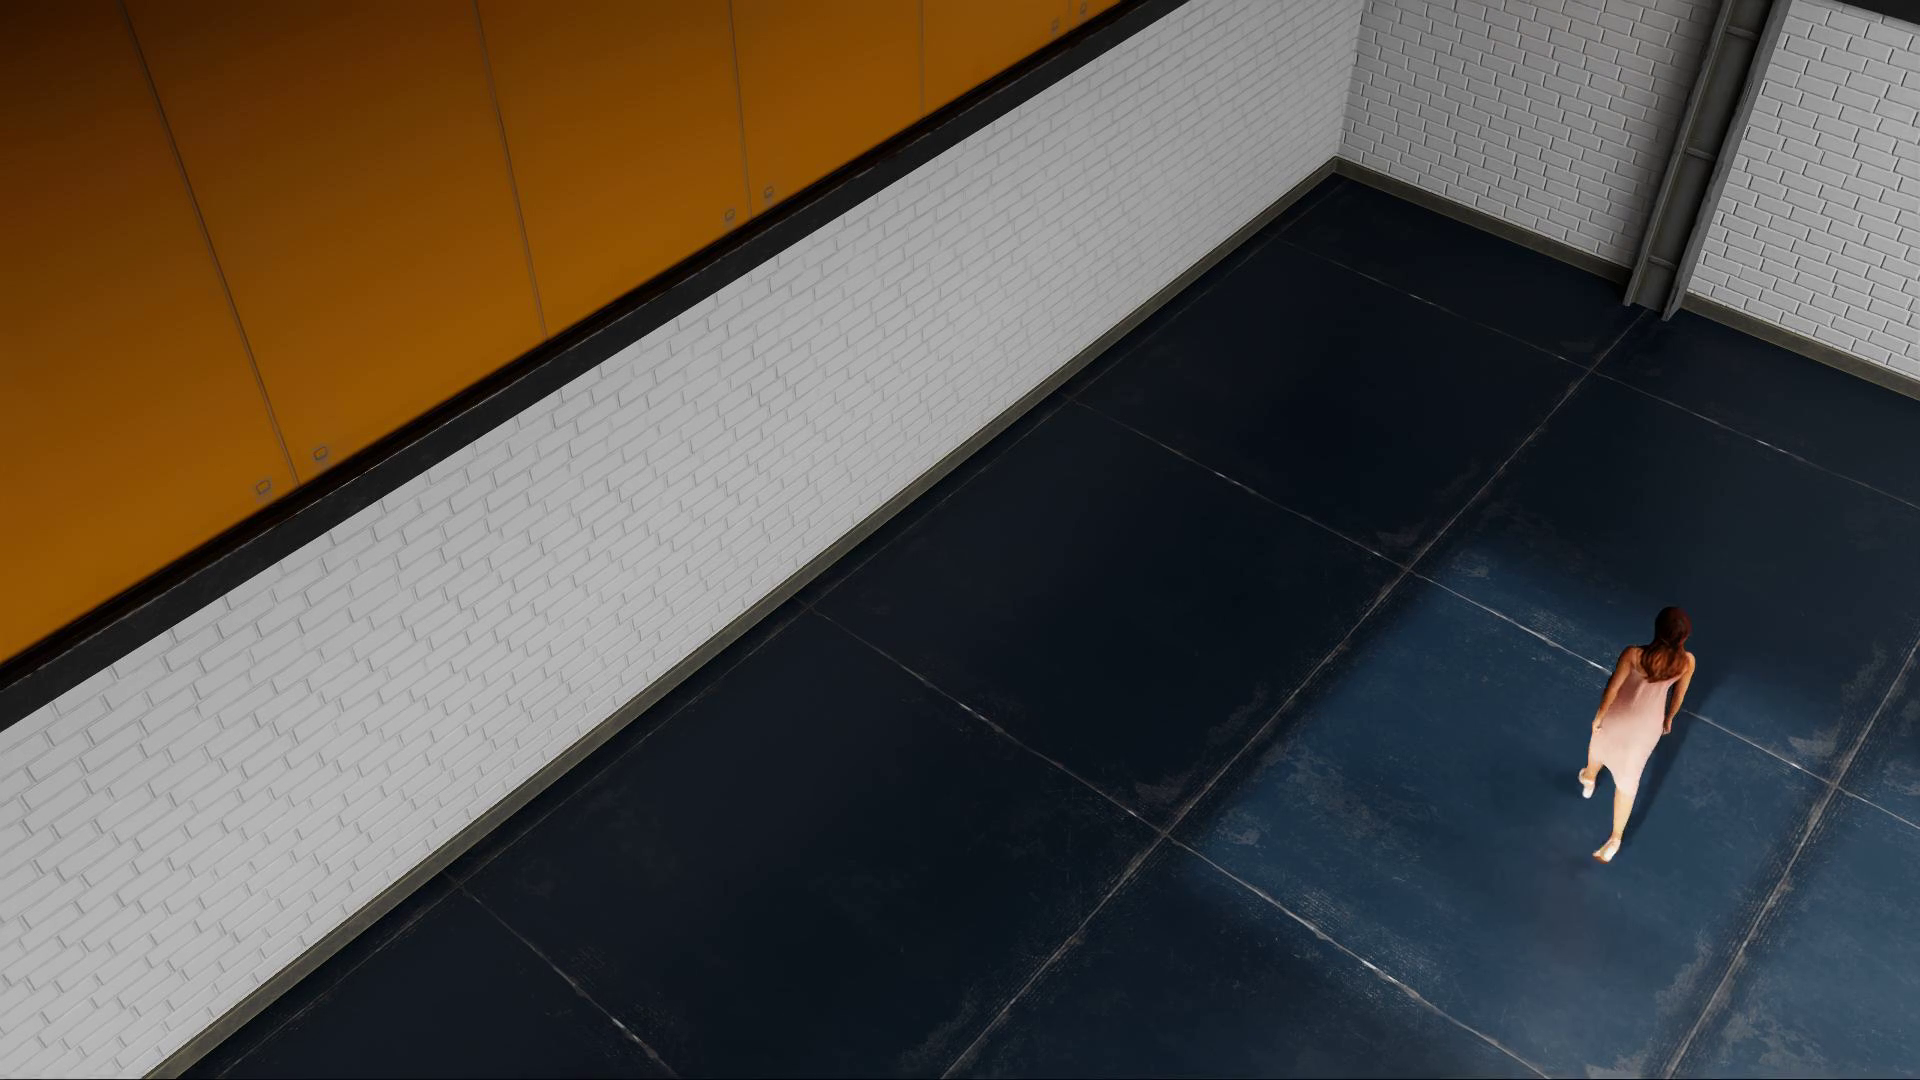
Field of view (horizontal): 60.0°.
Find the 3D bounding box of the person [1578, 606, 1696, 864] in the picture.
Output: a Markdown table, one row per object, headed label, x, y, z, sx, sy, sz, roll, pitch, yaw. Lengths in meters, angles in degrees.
| label | x | y | z | sx | sy | sz | roll | pitch | yaw |
| --- | --- | --- | --- | --- | --- | --- | --- | --- | --- |
| person | 3.858 | 1.112 | 9.540 | 1.112 | 1.805 | 0.973 | 10 | 44 | 10 |
